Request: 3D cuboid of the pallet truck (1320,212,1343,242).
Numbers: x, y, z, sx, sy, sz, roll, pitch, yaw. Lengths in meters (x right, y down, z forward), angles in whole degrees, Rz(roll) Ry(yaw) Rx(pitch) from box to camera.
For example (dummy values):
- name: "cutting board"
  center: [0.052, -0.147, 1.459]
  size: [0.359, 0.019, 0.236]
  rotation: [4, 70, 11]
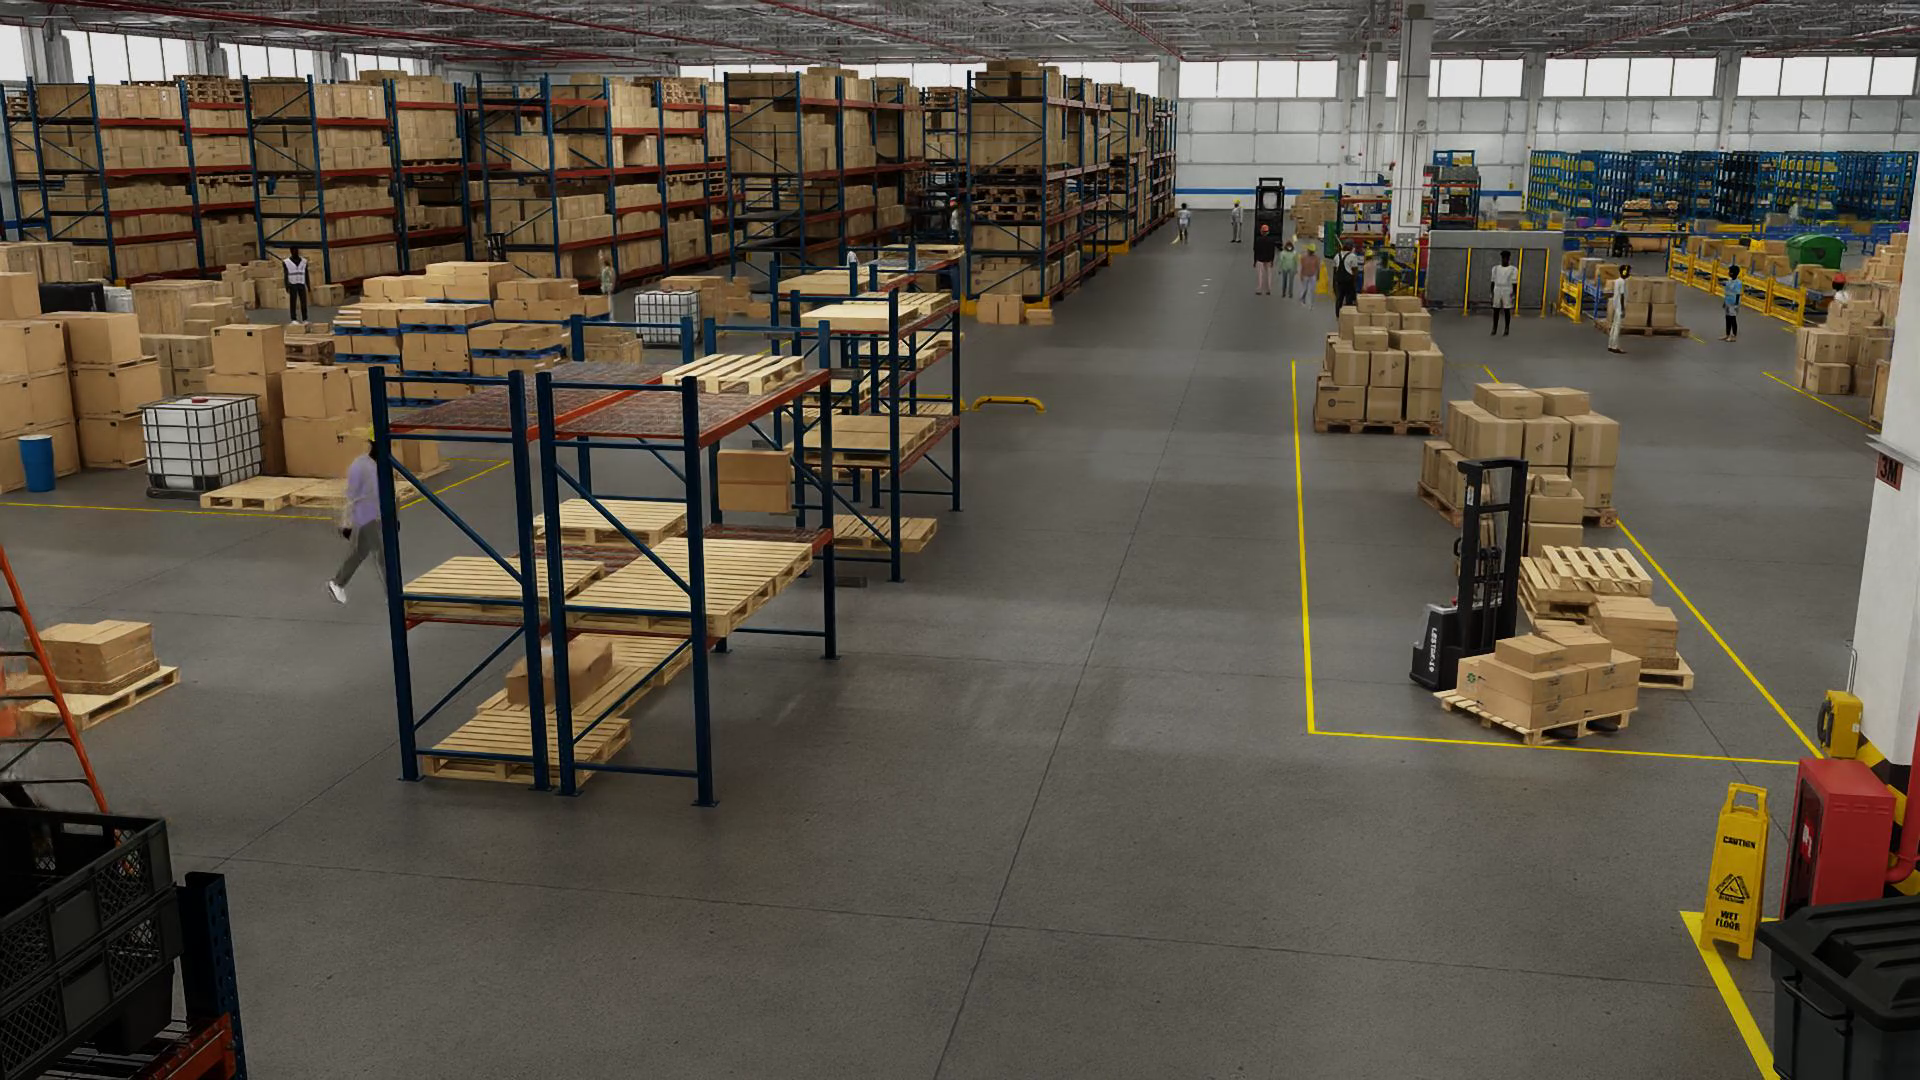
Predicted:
- name: "pallet truck"
  center: [15.874, -13.227, 70.310]
  size: [0.680, 1.201, 1.601]
  rotation: [10, 17, 35]

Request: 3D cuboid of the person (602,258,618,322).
- name: "person"
  center: [-8.515, -6.047, 40.382]
  size: [0.571, 1.605, 0.524]
  rotation: [3, 14, 14]

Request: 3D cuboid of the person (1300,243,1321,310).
- name: "person"
  center: [9.187, -6.935, 43.700]
  size: [0.549, 1.736, 0.563]
  rotation: [0, 14, 1]

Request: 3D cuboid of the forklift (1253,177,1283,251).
- name: "forklift"
  center: [12.083, -12.747, 64.956]
  size: [1.129, 2.768, 1.873]
  rotation: [3, 14, 10]

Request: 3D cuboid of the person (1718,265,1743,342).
- name: "person"
  center: [17.176, -5.259, 37.011]
  size: [0.320, 1.690, 0.535]
  rotation: [-1, 14, -2]

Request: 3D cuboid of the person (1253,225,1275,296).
- name: "person"
  center: [8.648, -7.953, 47.314]
  size: [0.608, 1.996, 0.381]
  rotation: [-3, 14, -10]

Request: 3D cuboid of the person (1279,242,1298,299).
- name: "person"
  center: [9.177, -7.551, 46.524]
  size: [0.524, 1.588, 0.874]
  rotation: [1, 14, 4]

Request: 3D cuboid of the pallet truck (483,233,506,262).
- name: "pallet truck"
  center: [-11.832, -7.026, 43.548]
  size: [1.885, 1.965, 0.823]
  rotation: [8, 16, 28]

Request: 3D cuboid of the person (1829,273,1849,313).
- name: "person"
  center: [17.224, -4.273, 32.577]
  size: [0.983, 1.898, 0.553]
  rotation: [12, 18, 40]

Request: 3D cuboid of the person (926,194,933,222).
- name: "person"
  center: [-1.603, -17.195, 85.308]
  size: [0.312, 1.767, 0.533]
  rotation: [-9, 16, -32]

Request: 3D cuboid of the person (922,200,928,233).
- name: "person"
  center: [-1.649, -14.670, 74.962]
  size: [0.617, 1.806, 0.715]
  rotation: [3, 14, 12]

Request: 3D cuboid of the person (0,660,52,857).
- name: "person"
  center: [-6.307, 1.270, 10.554]
  size: [0.863, 1.655, 0.552]
  rotation: [-5, 15, -19]

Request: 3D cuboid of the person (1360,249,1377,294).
- name: "person"
  center: [10.204, -6.338, 41.289]
  size: [0.534, 1.734, 0.812]
  rotation: [-11, 18, -38]

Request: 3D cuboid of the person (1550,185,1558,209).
- name: "person"
  center: [31.447, -17.925, 88.107]
  size: [0.380, 1.845, 0.570]
  rotation: [-2, 14, -10]

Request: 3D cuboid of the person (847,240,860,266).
- name: "person"
  center: [-2.720, -6.706, 42.481]
  size: [0.337, 1.882, 0.585]
  rotation: [-2, 14, -7]

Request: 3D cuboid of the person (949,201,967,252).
- name: "person"
  center: [-0.138, -11.777, 62.821]
  size: [0.661, 2.001, 0.636]
  rotation: [-2, 14, -6]

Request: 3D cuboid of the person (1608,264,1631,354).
- name: "person"
  center: [13.931, -4.874, 35.083]
  size: [0.328, 1.868, 0.521]
  rotation: [2, 14, 6]

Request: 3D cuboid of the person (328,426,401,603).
- name: "person"
  center: [-5.860, -0.252, 16.377]
  size: [1.018, 1.854, 0.599]
  rotation: [3, 14, 12]

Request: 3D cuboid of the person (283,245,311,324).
- name: "person"
  center: [-16.068, -6.181, 40.306]
  size: [0.601, 1.910, 0.389]
  rotation: [-12, 18, -39]

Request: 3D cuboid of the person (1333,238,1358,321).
- name: "person"
  center: [9.534, -6.398, 40.906]
  size: [0.535, 2.000, 0.674]
  rotation: [-11, 18, -37]

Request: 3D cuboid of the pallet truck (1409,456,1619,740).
- name: "pallet truck"
  center: [4.504, 0.400, 13.395]
  size: [0.823, 1.965, 1.885]
  rotation: [-6, 15, -23]

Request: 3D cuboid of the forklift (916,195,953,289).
- name: "forklift"
  center: [-0.761, -8.343, 47.075]
  size: [1.129, 2.768, 1.873]
  rotation: [3, 14, 10]

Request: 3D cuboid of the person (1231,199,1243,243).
- name: "person"
  center: [11.597, -13.371, 69.678]
  size: [0.404, 1.823, 0.590]
  rotation: [-11, 17, -37]

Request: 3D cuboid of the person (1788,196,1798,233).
- name: "person"
  center: [36.122, -13.980, 72.157]
  size: [0.418, 1.818, 0.595]
  rotation: [4, 14, 15]

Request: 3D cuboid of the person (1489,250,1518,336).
- name: "person"
  center: [12.401, -5.630, 37.973]
  size: [0.598, 1.958, 0.373]
  rotation: [10, 17, 35]

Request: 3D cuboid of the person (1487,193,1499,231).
- name: "person"
  center: [23.783, -14.523, 74.202]
  size: [0.609, 1.902, 0.987]
  rotation: [-4, 14, -16]

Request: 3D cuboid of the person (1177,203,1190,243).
- name: "person"
  center: [9.289, -13.192, 69.202]
  size: [0.548, 1.686, 0.448]
  rotation: [0, 14, -1]
